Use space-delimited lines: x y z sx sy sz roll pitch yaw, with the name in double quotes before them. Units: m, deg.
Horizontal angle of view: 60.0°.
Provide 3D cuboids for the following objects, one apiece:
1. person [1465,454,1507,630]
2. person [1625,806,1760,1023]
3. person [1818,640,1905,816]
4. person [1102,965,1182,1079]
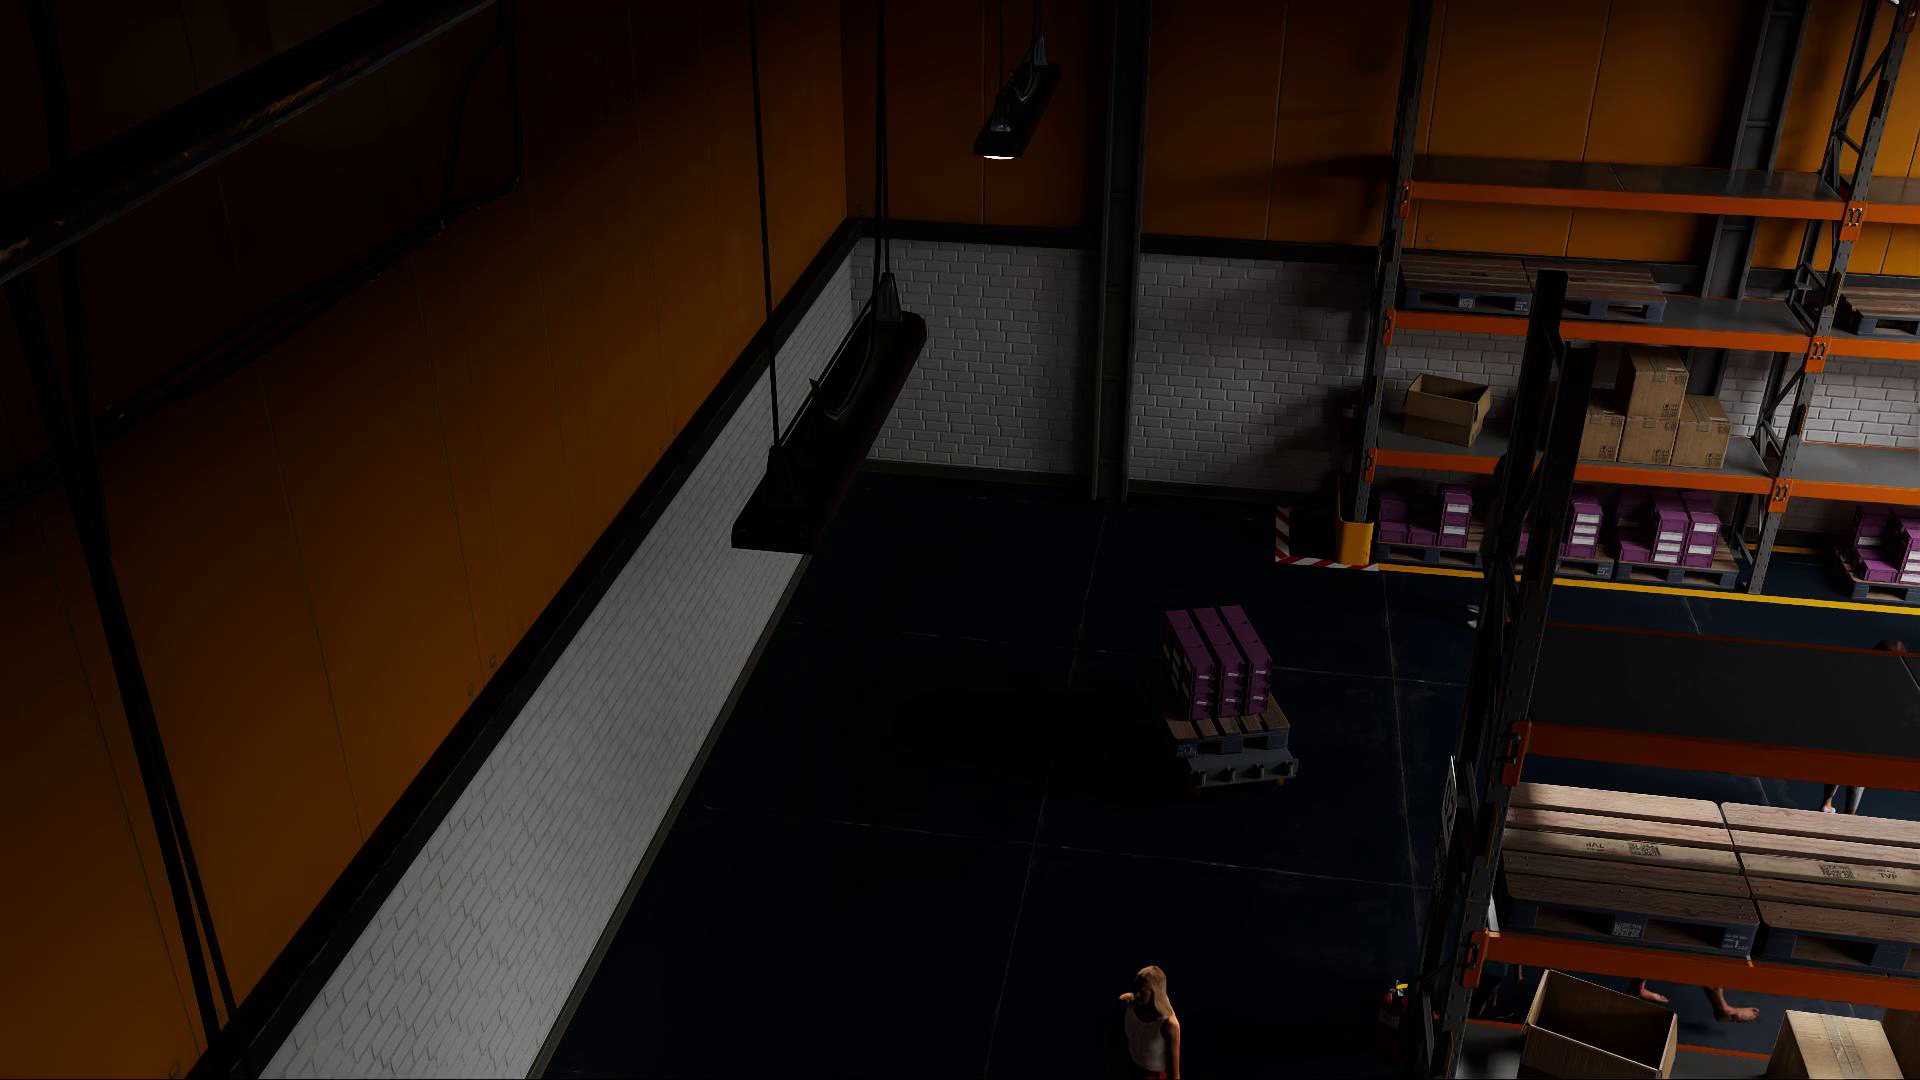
"person" 5.191 0.000 16.085 0.596 1.839 0.692 8 30 15
"person" 4.970 2.543 11.461 1.060 1.803 0.623 6 29 10
"person" 7.224 1.555 13.309 0.693 1.768 0.666 -12 31 -20
"person" 1.216 3.256 10.205 1.188 1.754 1.233 -23 36 -36
